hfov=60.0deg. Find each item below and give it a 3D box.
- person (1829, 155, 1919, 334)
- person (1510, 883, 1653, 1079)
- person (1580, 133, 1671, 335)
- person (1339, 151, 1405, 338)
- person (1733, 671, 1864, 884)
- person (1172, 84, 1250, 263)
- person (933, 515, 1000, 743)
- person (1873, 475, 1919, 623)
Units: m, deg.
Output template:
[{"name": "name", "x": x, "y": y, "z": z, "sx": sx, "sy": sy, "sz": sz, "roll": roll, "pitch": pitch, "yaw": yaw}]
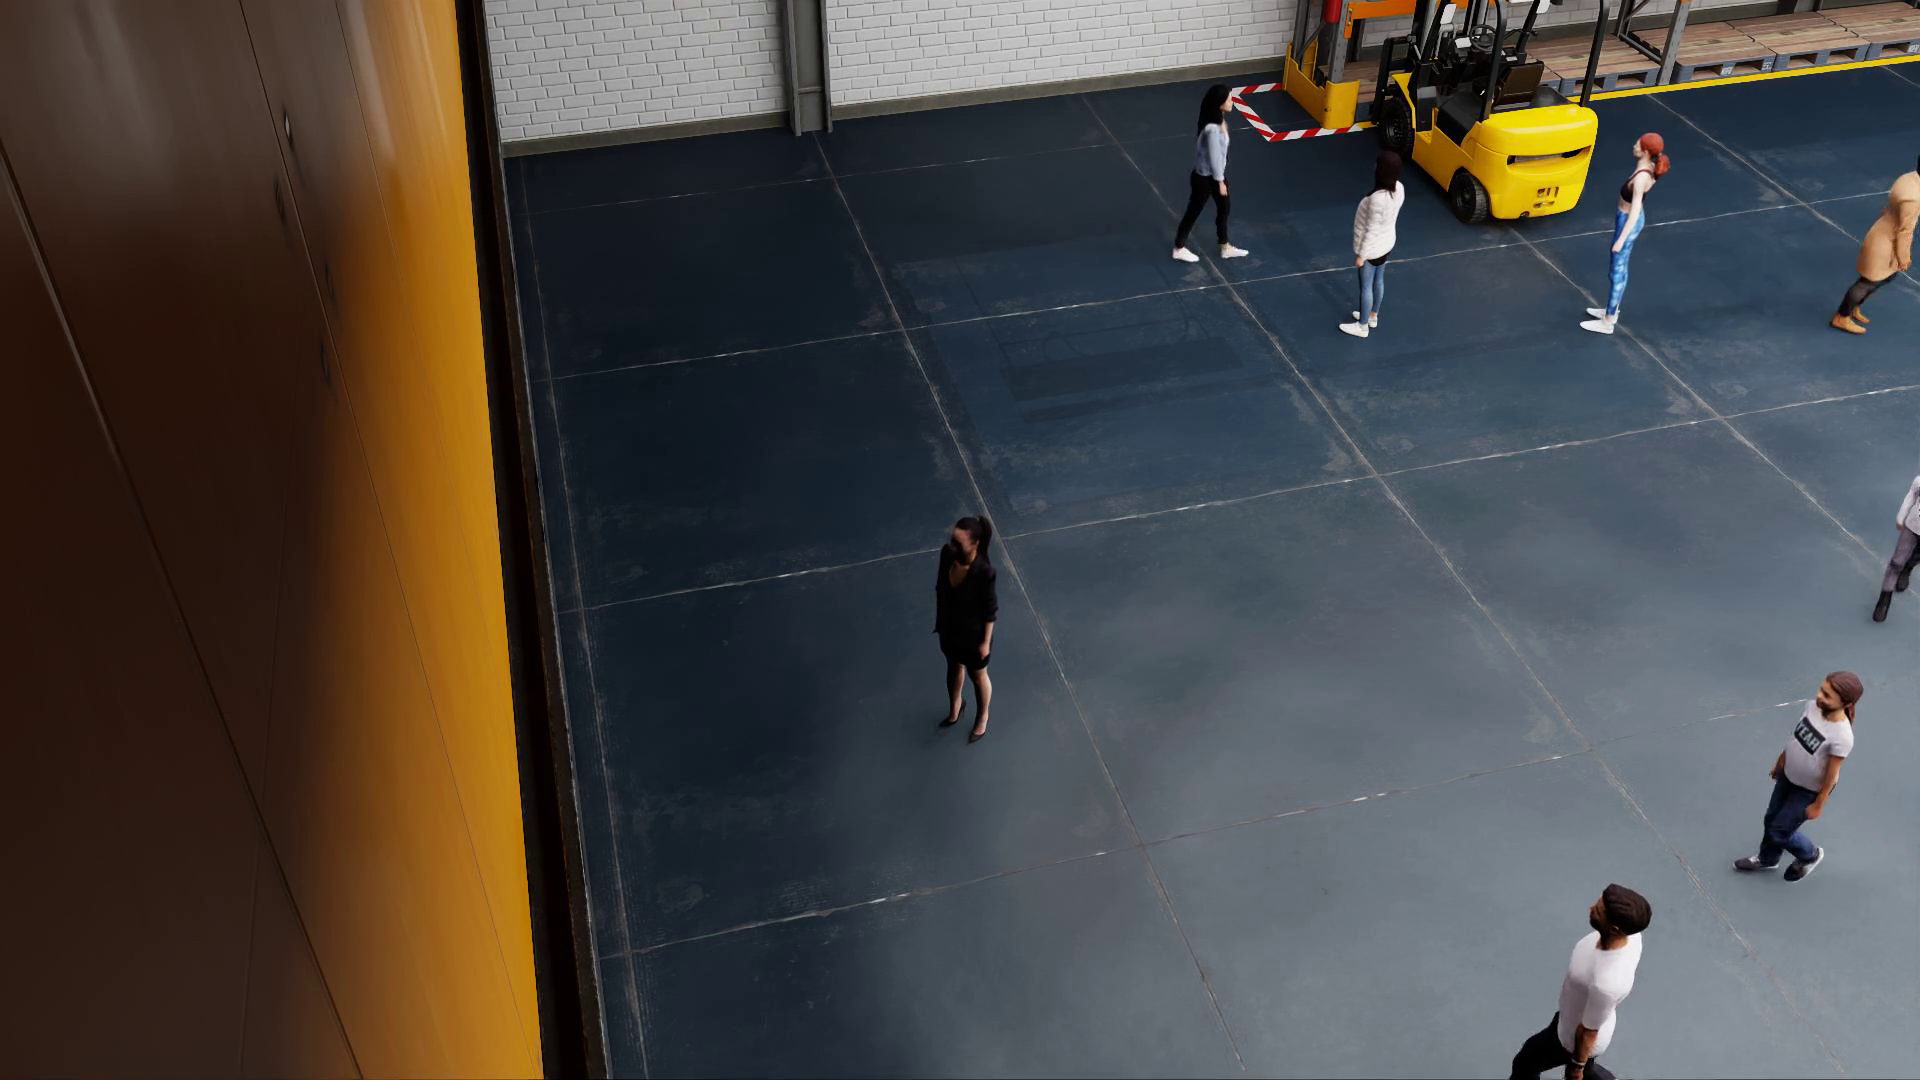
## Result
[{"name": "person", "x": 7.601, "y": -2.501, "z": 13.836, "sx": 0.856, "sy": 1.705, "sz": 0.800, "roll": 17, "pitch": 42, "yaw": 20}, {"name": "person", "x": 2.981, "y": 2.289, "z": 7.742, "sx": 1.233, "sy": 1.823, "sz": 1.169, "roll": 20, "pitch": 43, "yaw": 23}, {"name": "person", "x": 5.542, "y": -2.549, "z": 13.832, "sx": 0.738, "sy": 1.784, "sz": 0.676, "roll": 21, "pitch": 43, "yaw": 24}, {"name": "person", "x": 3.461, "y": -2.468, "z": 13.848, "sx": 0.768, "sy": 1.637, "sz": 0.681, "roll": 26, "pitch": 45, "yaw": 28}, {"name": "person", "x": 4.723, "y": 1.316, "z": 9.181, "sx": 0.681, "sy": 1.548, "sz": 0.583, "roll": -4, "pitch": 39, "yaw": -5}, {"name": "person", "x": 2.111, "y": -3.221, "z": 14.755, "sx": 1.015, "sy": 1.682, "sz": 0.869, "roll": 10, "pitch": 40, "yaw": 12}, {"name": "person", "x": 0.039, "y": 0.536, "z": 10.036, "sx": 0.676, "sy": 1.700, "sz": 0.698, "roll": 29, "pitch": 47, "yaw": 31}, {"name": "person", "x": 6.495, "y": -0.102, "z": 11.193, "sx": 0.880, "sy": 1.253, "sz": 0.907, "roll": 18, "pitch": 42, "yaw": 21}]
